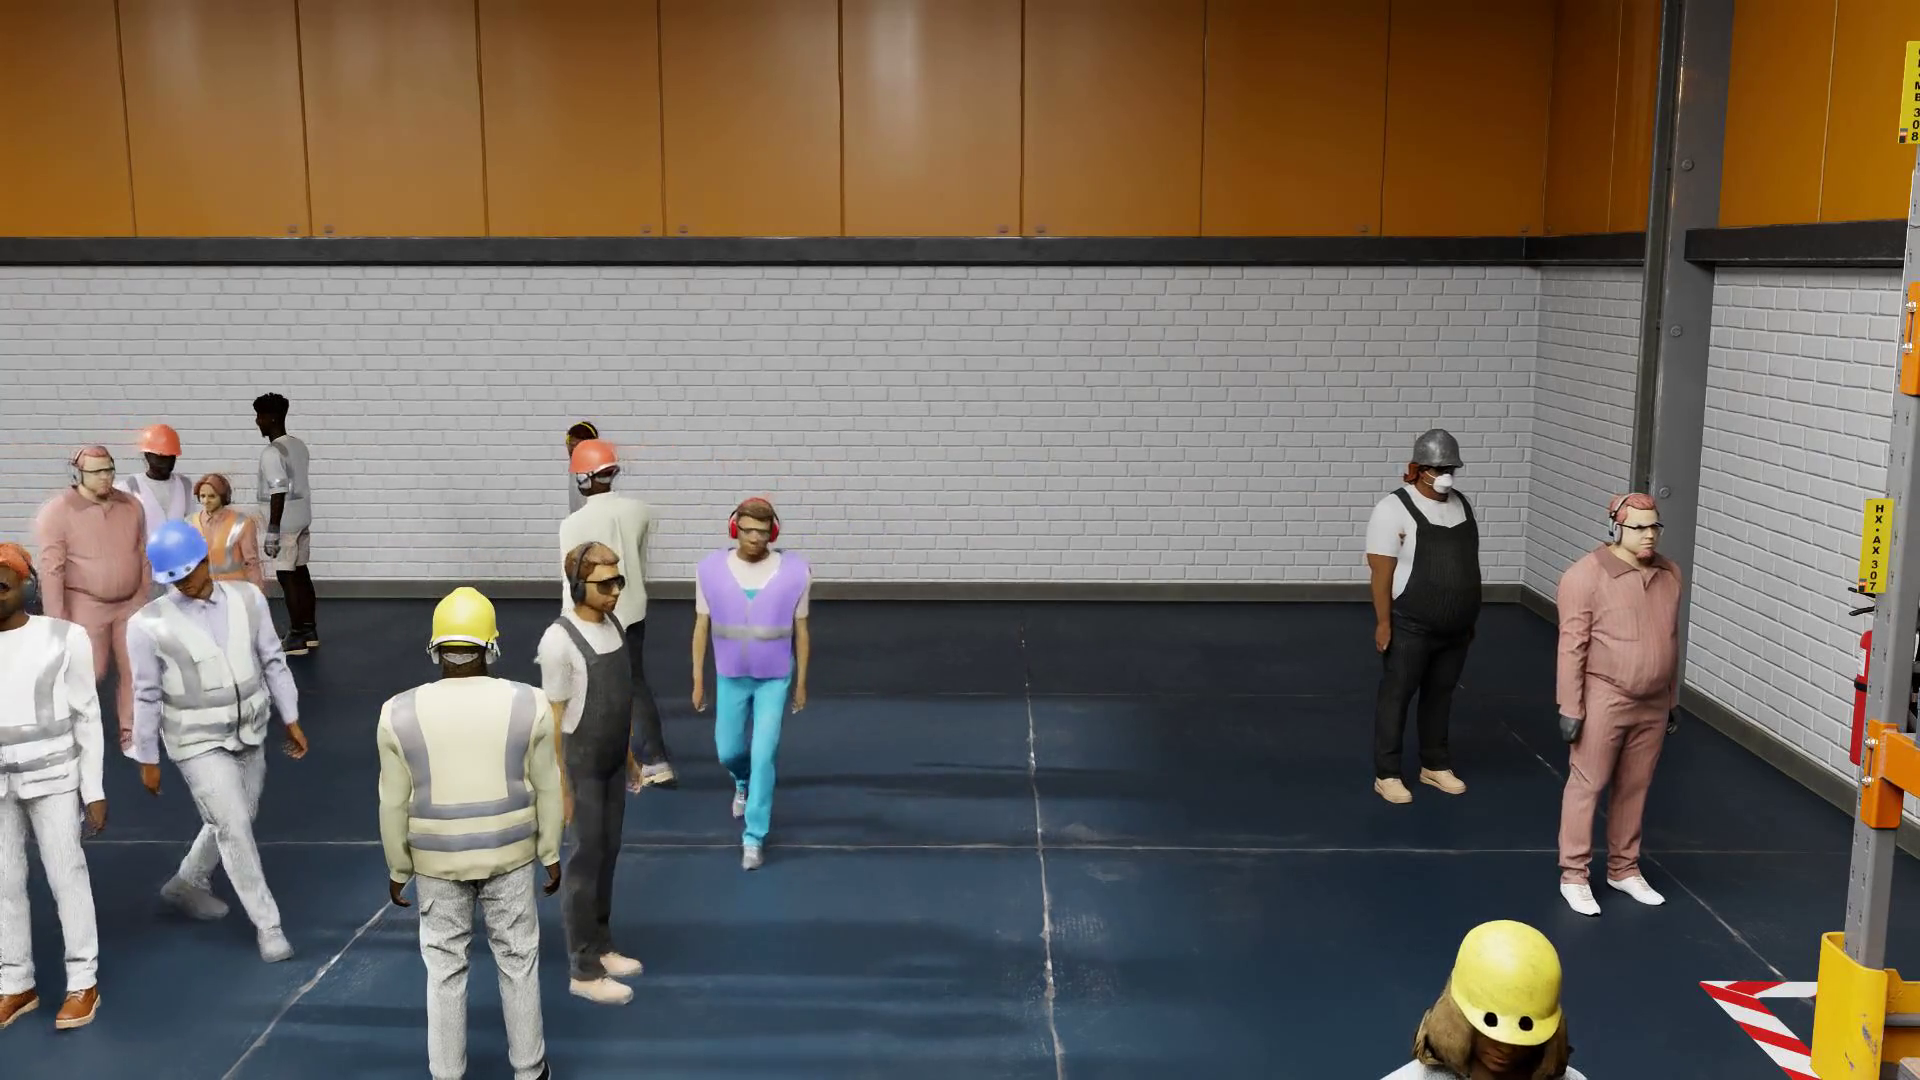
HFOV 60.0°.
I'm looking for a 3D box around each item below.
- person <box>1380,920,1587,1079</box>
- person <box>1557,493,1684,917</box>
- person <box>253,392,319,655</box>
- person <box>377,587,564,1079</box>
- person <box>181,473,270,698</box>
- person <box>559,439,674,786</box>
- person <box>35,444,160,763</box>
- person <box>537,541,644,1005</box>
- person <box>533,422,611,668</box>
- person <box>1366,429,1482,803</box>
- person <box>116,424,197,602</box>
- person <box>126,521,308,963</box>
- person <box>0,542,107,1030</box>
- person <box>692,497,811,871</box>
[{"bbox_3d":[0.976,1.542,3.147,0.483,1.738,0.312,-2,10,-12],"label":"person"},{"bbox_3d":[2.991,0.732,7.490,0.654,1.906,0.407,-3,10,-19],"label":"person"},{"bbox_3d":[-5.046,-0.121,12.424,0.366,1.962,0.614,0,9,-1],"label":"person"},{"bbox_3d":[-1.663,1.067,5.702,0.600,1.831,0.404,-3,10,-16],"label":"person"},{"bbox_3d":[-4.719,0.346,10.732,0.522,1.600,0.828,0,9,0],"label":"person"},{"bbox_3d":[-1.973,0.407,9.282,0.879,1.962,0.615,9,13,43],"label":"person"},{"bbox_3d":[-5.046,0.370,9.732,0.681,1.885,0.646,6,11,33],"label":"person"},{"bbox_3d":[-1.457,0.909,6.633,0.341,1.843,0.516,3,10,19],"label":"person"},{"bbox_3d":[-2.697,0.049,11.886,0.594,1.803,0.942,9,13,42],"label":"person"},{"bbox_3d":[2.565,0.407,9.033,0.689,2.000,0.537,-4,10,-25],"label":"person"},{"bbox_3d":[-5.270,0.171,10.904,0.910,1.905,0.549,9,13,42],"label":"person"},{"bbox_3d":[-3.186,0.822,7.041,0.831,1.891,0.661,6,11,31],"label":"person"},{"bbox_3d":[-3.557,0.941,6.323,0.619,1.878,0.351,-1,10,-5],"label":"person"},{"bbox_3d":[-1.013,0.658,8.214,0.585,1.816,0.676,0,9,0],"label":"person"}]
